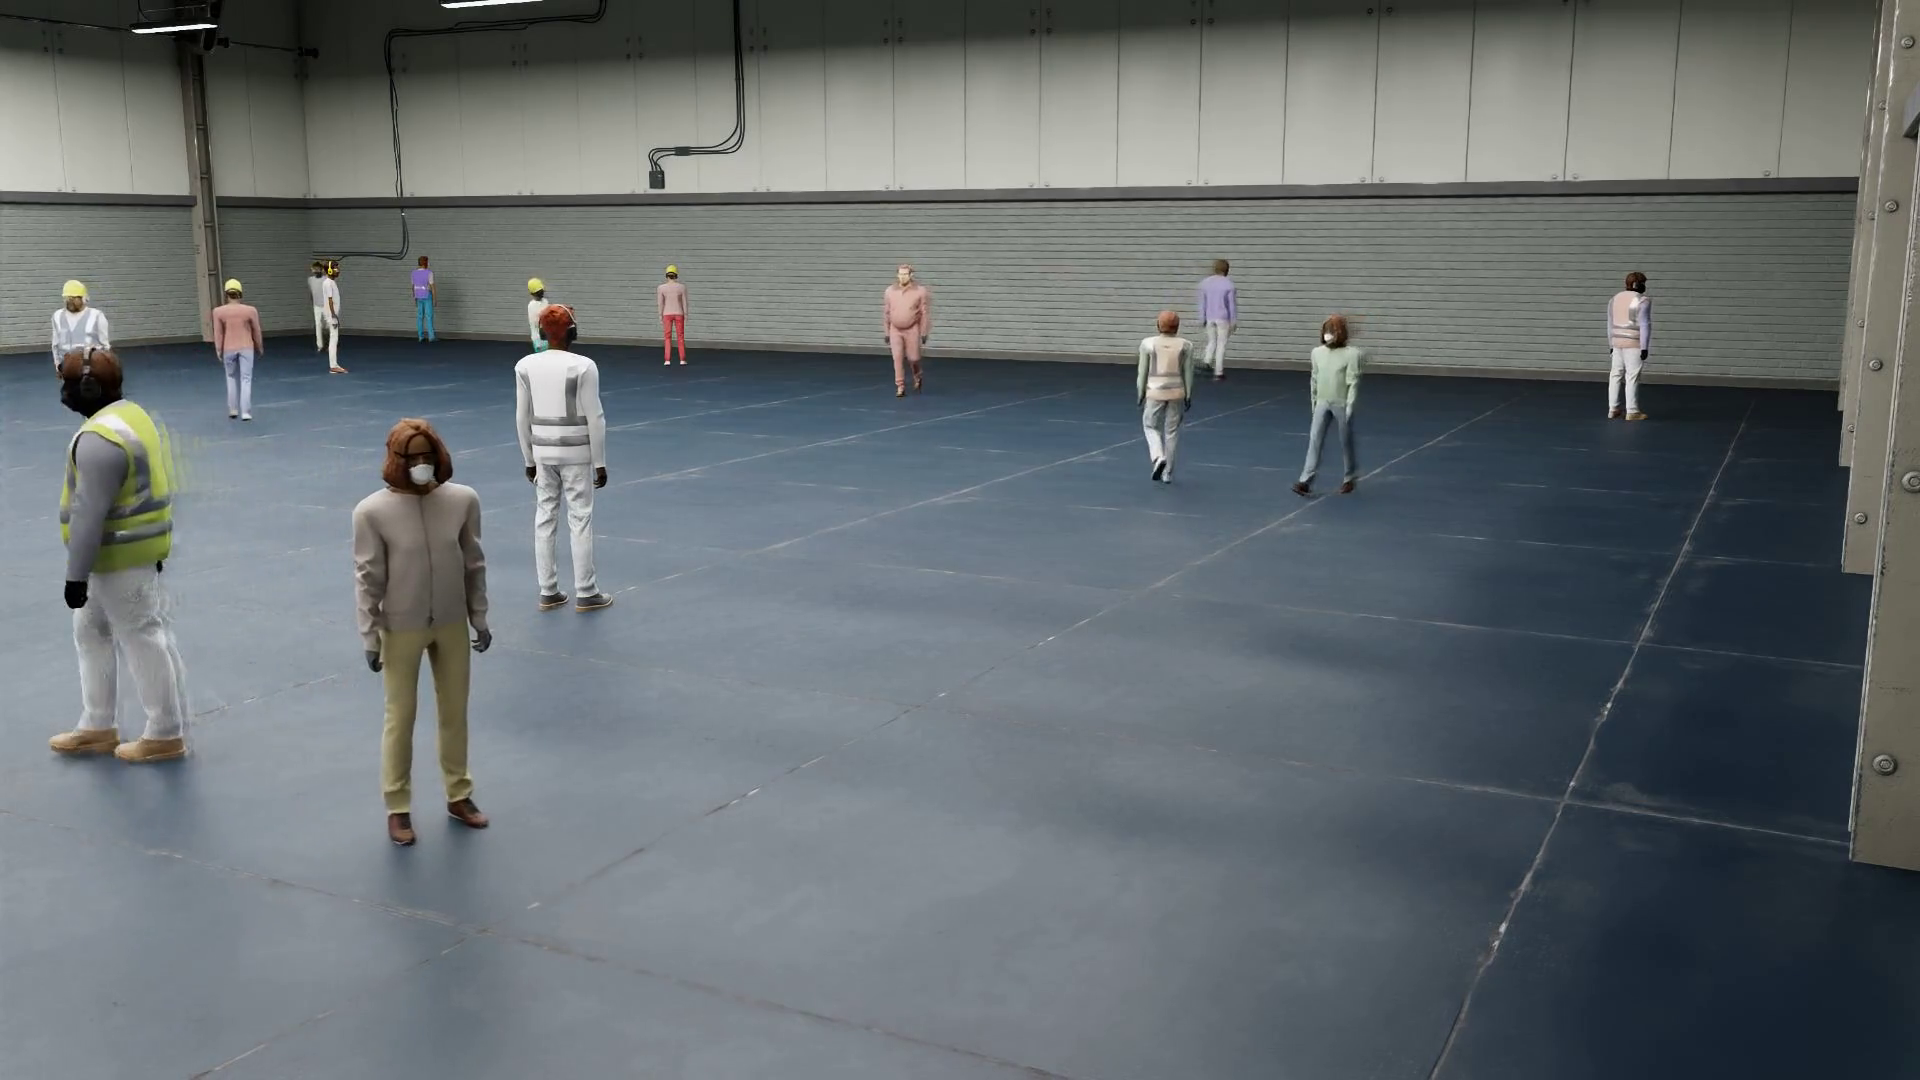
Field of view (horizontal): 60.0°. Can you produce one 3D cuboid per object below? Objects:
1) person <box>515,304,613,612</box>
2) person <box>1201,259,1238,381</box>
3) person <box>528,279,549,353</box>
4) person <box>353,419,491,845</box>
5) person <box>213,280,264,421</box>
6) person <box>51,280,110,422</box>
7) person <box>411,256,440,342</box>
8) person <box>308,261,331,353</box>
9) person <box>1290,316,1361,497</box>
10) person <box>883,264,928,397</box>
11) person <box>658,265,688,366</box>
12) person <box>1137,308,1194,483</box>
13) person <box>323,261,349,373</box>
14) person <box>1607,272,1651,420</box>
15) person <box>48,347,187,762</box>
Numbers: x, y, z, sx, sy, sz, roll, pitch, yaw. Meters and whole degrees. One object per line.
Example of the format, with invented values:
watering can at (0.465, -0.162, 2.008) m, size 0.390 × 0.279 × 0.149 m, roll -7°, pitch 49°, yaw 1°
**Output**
person at (-2.416, -0.494, 10.166) m, size 0.579 × 1.884 × 0.352 m, roll 3°, pitch 11°, yaw 17°
person at (4.117, -3.483, 26.348) m, size 0.650 × 1.924 × 0.434 m, roll 9°, pitch 14°, yaw 40°
person at (-5.801, -2.767, 23.068) m, size 0.319 × 1.707 × 0.712 m, roll 2°, pitch 11°, yaw 9°
person at (-2.034, 0.343, 6.329) m, size 0.506 × 1.621 × 0.316 m, roll -8°, pitch 13°, yaw -38°
person at (-9.016, -2.377, 20.837) m, size 0.534 × 1.744 × 0.719 m, roll -3°, pitch 11°, yaw -14°
person at (-9.608, -1.943, 18.239) m, size 0.609 × 1.817 × 0.603 m, roll 0°, pitch 10°, yaw -2°
person at (-11.558, -5.192, 35.884) m, size 0.566 × 1.846 × 0.389 m, roll 3°, pitch 11°, yaw 18°
person at (-12.548, -4.607, 32.869) m, size 0.535 × 1.805 × 0.978 m, roll -1°, pitch 10°, yaw -4°
person at (3.245, -1.157, 14.584) m, size 0.519 × 1.584 × 0.877 m, roll 9°, pitch 14°, yaw 39°
person at (-0.779, -2.993, 23.779) m, size 0.649 × 1.890 × 0.564 m, roll 2°, pitch 11°, yaw 10°
person at (-5.066, -3.958, 29.378) m, size 0.525 × 1.769 × 0.314 m, roll -2°, pitch 11°, yaw -10°
person at (1.899, -1.314, 15.337) m, size 0.531 × 1.622 × 0.423 m, roll 0°, pitch 10°, yaw -2°
person at (-10.483, -3.737, 27.888) m, size 0.328 × 1.872 × 0.513 m, roll -4°, pitch 11°, yaw -19°
person at (8.383, -2.424, 20.815) m, size 0.430 × 1.841 × 0.624 m, roll -4°, pitch 11°, yaw -23°
person at (-3.755, 0.086, 7.165) m, size 0.726 × 1.818 × 0.661 m, roll -3°, pitch 11°, yaw -15°
